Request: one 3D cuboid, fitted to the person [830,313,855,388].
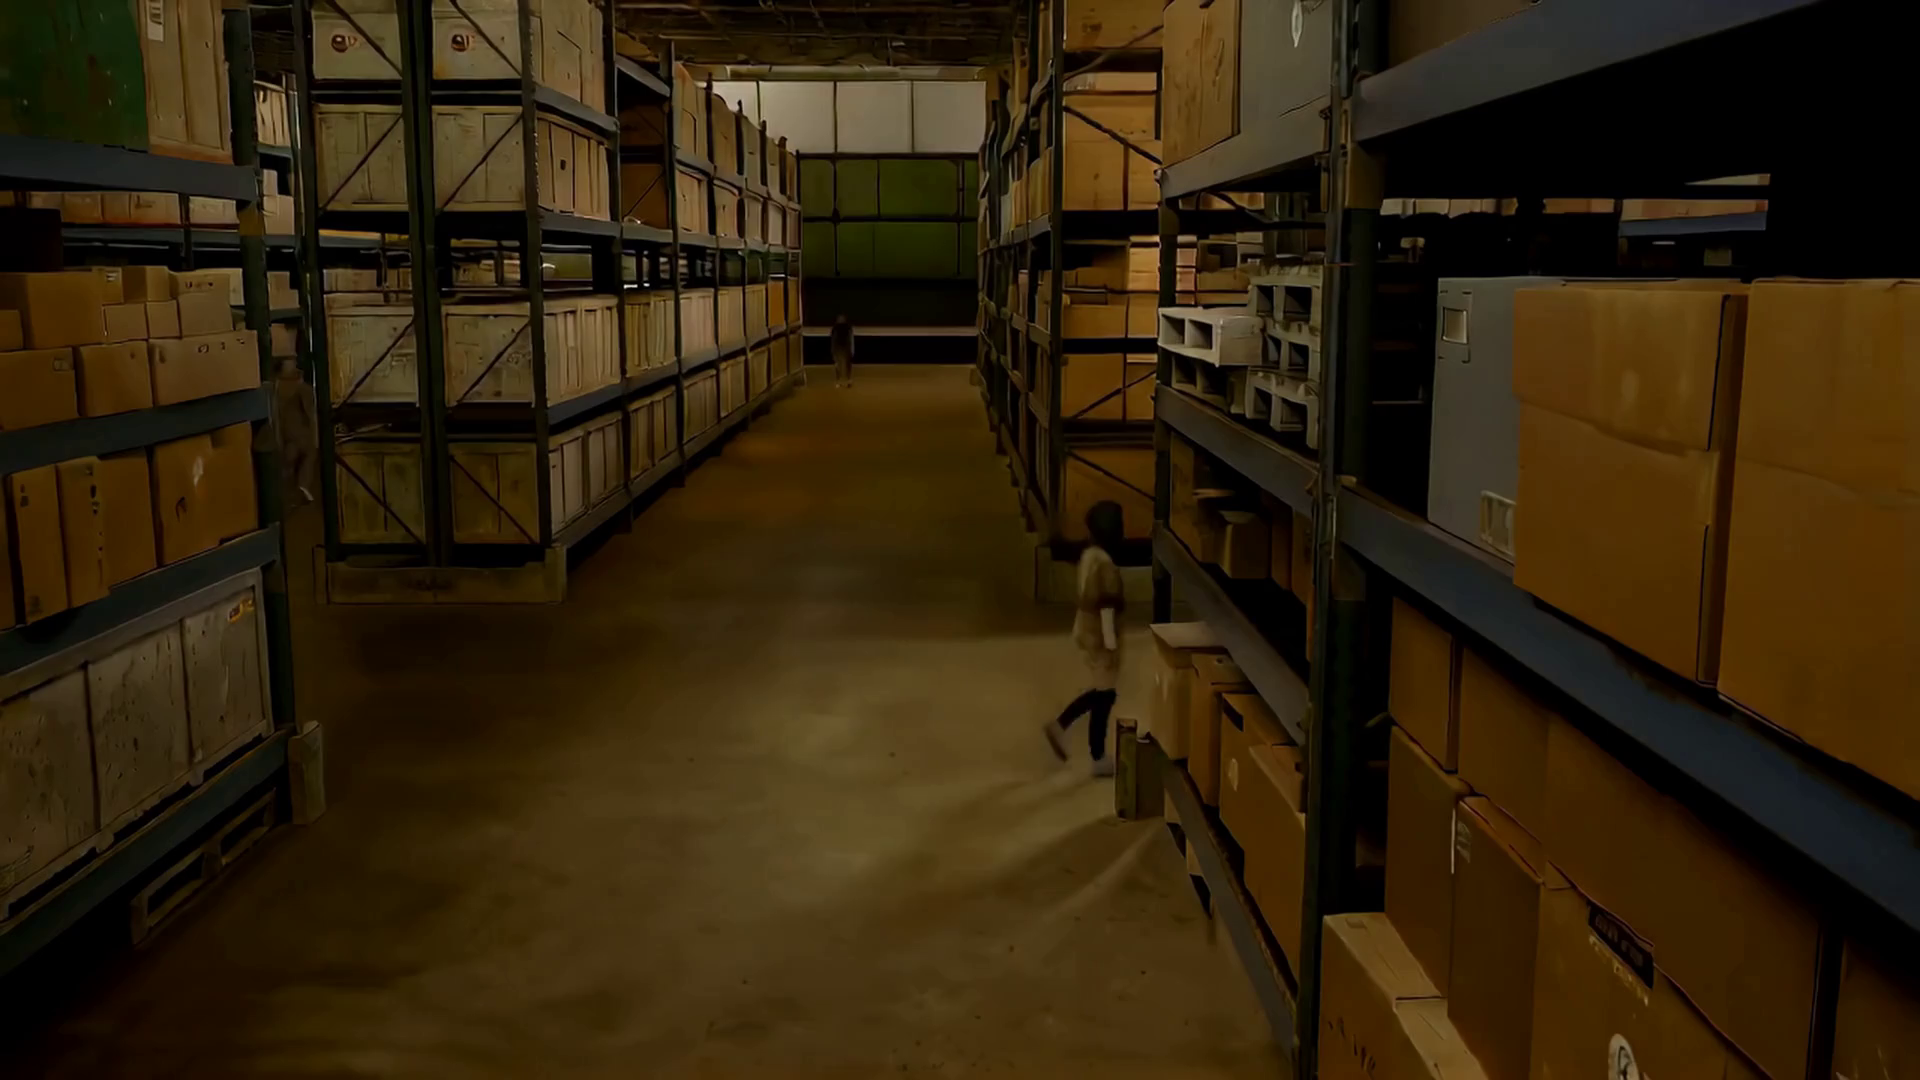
[{"bbox_3d":[-2.965,-4.781,42.135,0.636,1.916,0.765,-1,9,-9],"label":"person"}]

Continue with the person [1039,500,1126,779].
[{"bbox_3d":[0.769,0.596,9.889,0.447,1.684,0.539,0,9,-2],"label":"person"}]

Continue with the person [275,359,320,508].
[{"bbox_3d":[-8.482,-1.363,21.230,0.673,1.887,0.557,-2,9,-10],"label":"person"}]

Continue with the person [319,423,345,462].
[{"bbox_3d":[-9.930,-2.090,26.158,0.308,1.742,0.487,4,10,21],"label":"person"}]
